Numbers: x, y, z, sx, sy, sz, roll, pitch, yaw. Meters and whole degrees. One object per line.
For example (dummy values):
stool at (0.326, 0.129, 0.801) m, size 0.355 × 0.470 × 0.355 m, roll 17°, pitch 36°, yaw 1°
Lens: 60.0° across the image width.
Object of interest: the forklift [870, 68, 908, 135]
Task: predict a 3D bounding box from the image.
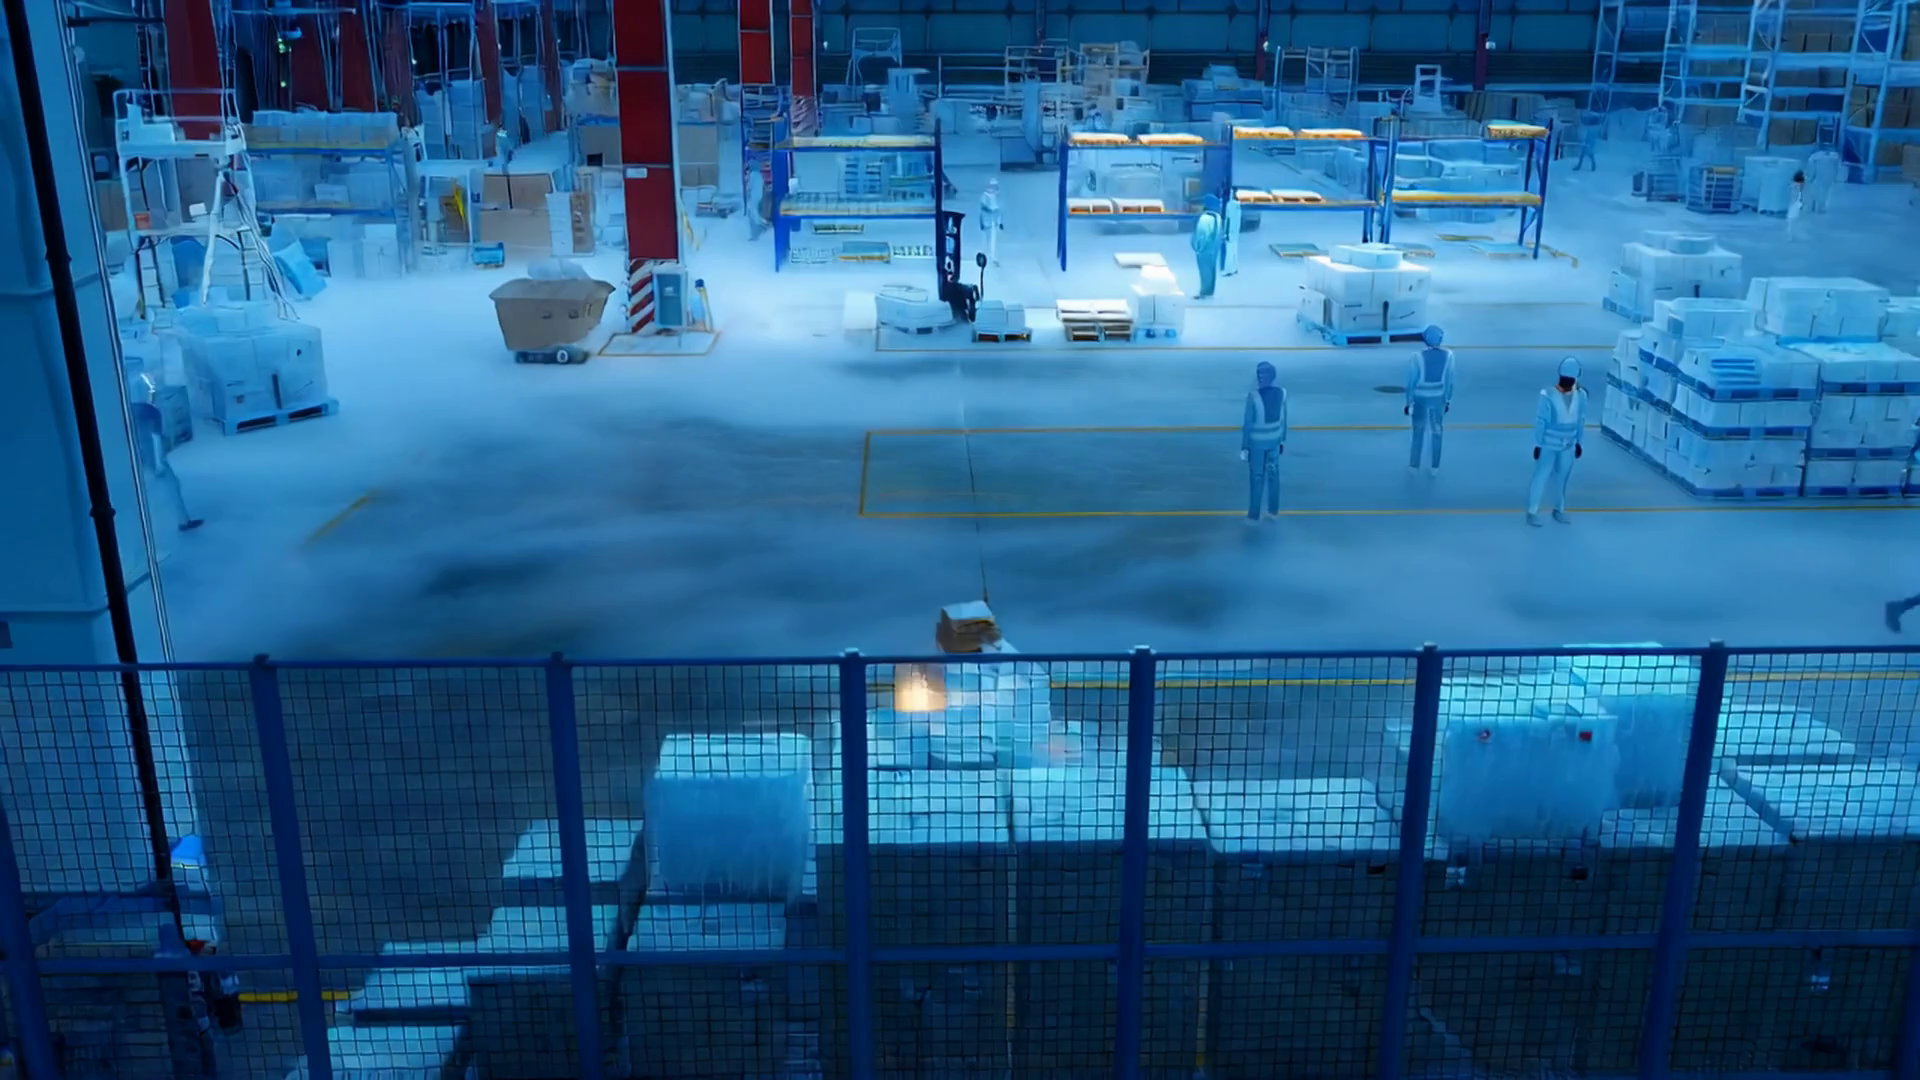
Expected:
forklift at (-2.271, -15.727, 60.526) m, size 1.873 × 2.768 × 1.129 m, roll -10°, pitch 21°, yaw -28°

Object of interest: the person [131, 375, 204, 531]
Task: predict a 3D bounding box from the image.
person at (-8.864, -0.891, 18.144) m, size 0.520 × 1.830 × 0.959 m, roll 7°, pitch 20°, yaw 21°

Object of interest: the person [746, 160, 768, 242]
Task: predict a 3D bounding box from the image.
person at (-4.791, -7.878, 38.723) m, size 0.419 × 1.927 × 0.656 m, roll -5°, pitch 19°, yaw -16°

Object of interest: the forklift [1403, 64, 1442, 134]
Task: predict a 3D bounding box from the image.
forklift at (17.644, -16.582, 63.063) m, size 1.129 × 2.768 × 1.873 m, roll 11°, pitch 22°, yaw 30°

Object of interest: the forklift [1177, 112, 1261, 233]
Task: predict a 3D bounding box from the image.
forklift at (6.323, -8.936, 40.379) m, size 1.873 × 2.768 × 1.129 m, roll -1°, pitch 19°, yaw -2°

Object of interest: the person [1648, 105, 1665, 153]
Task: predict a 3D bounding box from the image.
person at (24.736, -14.577, 58.963) m, size 0.787 × 1.662 × 0.549 m, roll -17°, pitch 25°, yaw -40°

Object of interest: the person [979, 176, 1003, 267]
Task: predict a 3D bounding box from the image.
person at (0.651, -6.820, 35.578) m, size 0.389 × 1.924 × 0.591 m, roll 16°, pitch 24°, yaw 39°

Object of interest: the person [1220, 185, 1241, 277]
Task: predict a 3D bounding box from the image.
person at (5.604, -6.367, 34.324) m, size 0.310 × 1.864 × 0.533 m, roll 11°, pitch 21°, yaw 28°

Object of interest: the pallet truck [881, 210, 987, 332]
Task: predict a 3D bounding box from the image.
pallet truck at (-0.493, -4.759, 29.349) m, size 1.885 × 1.965 × 0.823 m, roll -13°, pitch 23°, yaw -34°

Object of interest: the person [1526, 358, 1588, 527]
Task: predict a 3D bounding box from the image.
person at (6.685, -1.090, 18.564) m, size 0.603 × 1.938 × 0.425 m, roll -4°, pitch 19°, yaw -11°

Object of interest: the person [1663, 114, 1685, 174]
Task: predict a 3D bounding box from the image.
person at (22.439, -12.461, 52.391) m, size 1.047 × 1.883 × 0.551 m, roll 14°, pitch 23°, yaw 35°

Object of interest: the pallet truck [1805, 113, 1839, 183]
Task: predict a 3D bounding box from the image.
pallet truck at (26.403, -11.957, 50.702) m, size 0.823 × 1.965 × 1.885 m, roll 6°, pitch 19°, yaw 16°

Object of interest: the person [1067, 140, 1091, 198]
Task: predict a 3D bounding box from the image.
person at (3.208, -9.842, 44.703) m, size 0.631 × 1.824 × 0.570 m, roll 14°, pitch 23°, yaw 35°

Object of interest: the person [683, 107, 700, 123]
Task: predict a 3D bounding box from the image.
person at (-8.815, -13.369, 55.041) m, size 0.619 × 1.893 × 0.856 m, roll 2°, pitch 19°, yaw 7°

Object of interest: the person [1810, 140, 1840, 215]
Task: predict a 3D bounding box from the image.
person at (22.604, -9.493, 43.525) m, size 0.651 × 1.913 × 0.496 m, roll 4°, pitch 19°, yaw 12°

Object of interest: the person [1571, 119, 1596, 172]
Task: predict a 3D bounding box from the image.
person at (20.020, -12.597, 53.116) m, size 0.800 × 1.659 × 0.552 m, roll 16°, pitch 25°, yaw 40°

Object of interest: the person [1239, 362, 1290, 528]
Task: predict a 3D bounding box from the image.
person at (3.383, -1.065, 18.561) m, size 0.573 × 1.887 × 0.355 m, roll -8°, pitch 20°, yaw -23°

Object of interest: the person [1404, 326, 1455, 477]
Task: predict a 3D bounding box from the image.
person at (5.753, -1.696, 20.439) m, size 0.575 × 1.884 × 0.355 m, roll -2°, pitch 19°, yaw -4°

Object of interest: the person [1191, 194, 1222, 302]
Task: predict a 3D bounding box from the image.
person at (4.658, -5.570, 31.689) m, size 0.537 × 2.000 × 0.683 m, roll 11°, pitch 21°, yaw 29°

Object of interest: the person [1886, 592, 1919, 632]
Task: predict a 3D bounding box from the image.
person at (8.950, 0.090, 15.103) m, size 0.550 × 1.918 × 0.747 m, roll -7°, pitch 20°, yaw -19°

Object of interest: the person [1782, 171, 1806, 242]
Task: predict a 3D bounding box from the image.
person at (19.517, -7.842, 39.056) m, size 0.540 × 1.619 × 0.560 m, roll -10°, pitch 21°, yaw -27°

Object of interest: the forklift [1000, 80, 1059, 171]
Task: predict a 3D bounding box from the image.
forklift at (2.239, -13.269, 53.236) m, size 1.873 × 2.768 × 1.129 m, roll -1°, pitch 19°, yaw -2°

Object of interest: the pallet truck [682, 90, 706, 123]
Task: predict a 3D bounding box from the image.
pallet truck at (-9.671, -15.907, 62.421) m, size 0.823 × 1.965 × 1.885 m, roll 5°, pitch 19°, yaw 15°

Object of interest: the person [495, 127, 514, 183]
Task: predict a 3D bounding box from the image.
person at (-13.746, -11.566, 50.057) m, size 0.538 × 1.671 × 0.783 m, roll 4°, pitch 19°, yaw 11°
